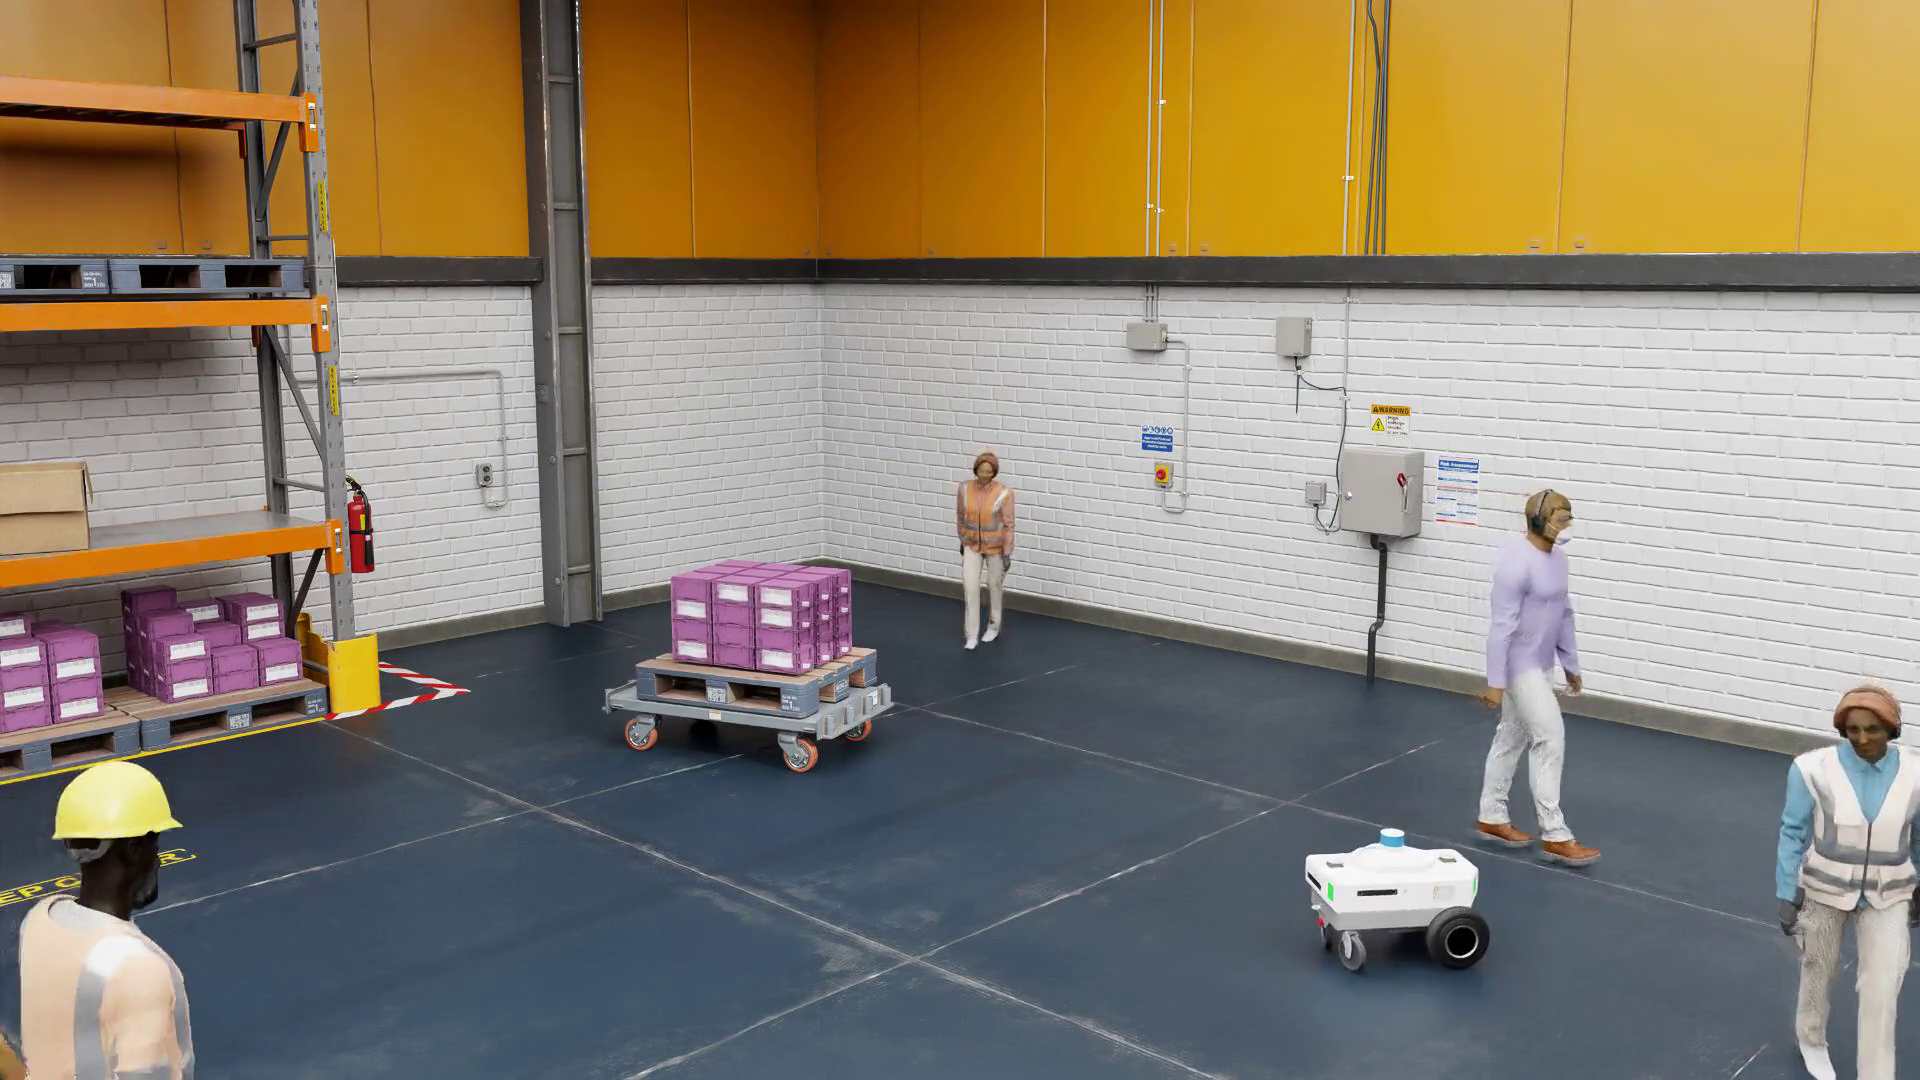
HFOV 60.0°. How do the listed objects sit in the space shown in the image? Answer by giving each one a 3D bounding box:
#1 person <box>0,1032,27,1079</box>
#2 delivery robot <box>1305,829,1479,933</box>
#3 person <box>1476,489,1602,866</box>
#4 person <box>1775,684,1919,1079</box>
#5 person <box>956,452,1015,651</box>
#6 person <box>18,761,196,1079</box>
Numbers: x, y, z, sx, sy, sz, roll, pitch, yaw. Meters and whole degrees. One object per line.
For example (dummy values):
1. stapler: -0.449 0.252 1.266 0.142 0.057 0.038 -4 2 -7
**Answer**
1. person: -2.732 1.414 4.526 0.982 1.790 0.533 -7 11 -36
2. delivery robot: 1.901 1.522 7.353 0.707 0.478 0.477 -1 9 -7
3. person: 3.051 0.699 8.524 0.830 1.910 0.662 8 12 39
4. person: 3.186 1.283 5.909 0.552 1.586 0.867 3 10 18
5. person: 0.198 0.085 13.260 0.524 1.578 0.794 3 10 17
6. person: -1.973 1.460 3.924 0.602 1.899 0.640 7 11 35
